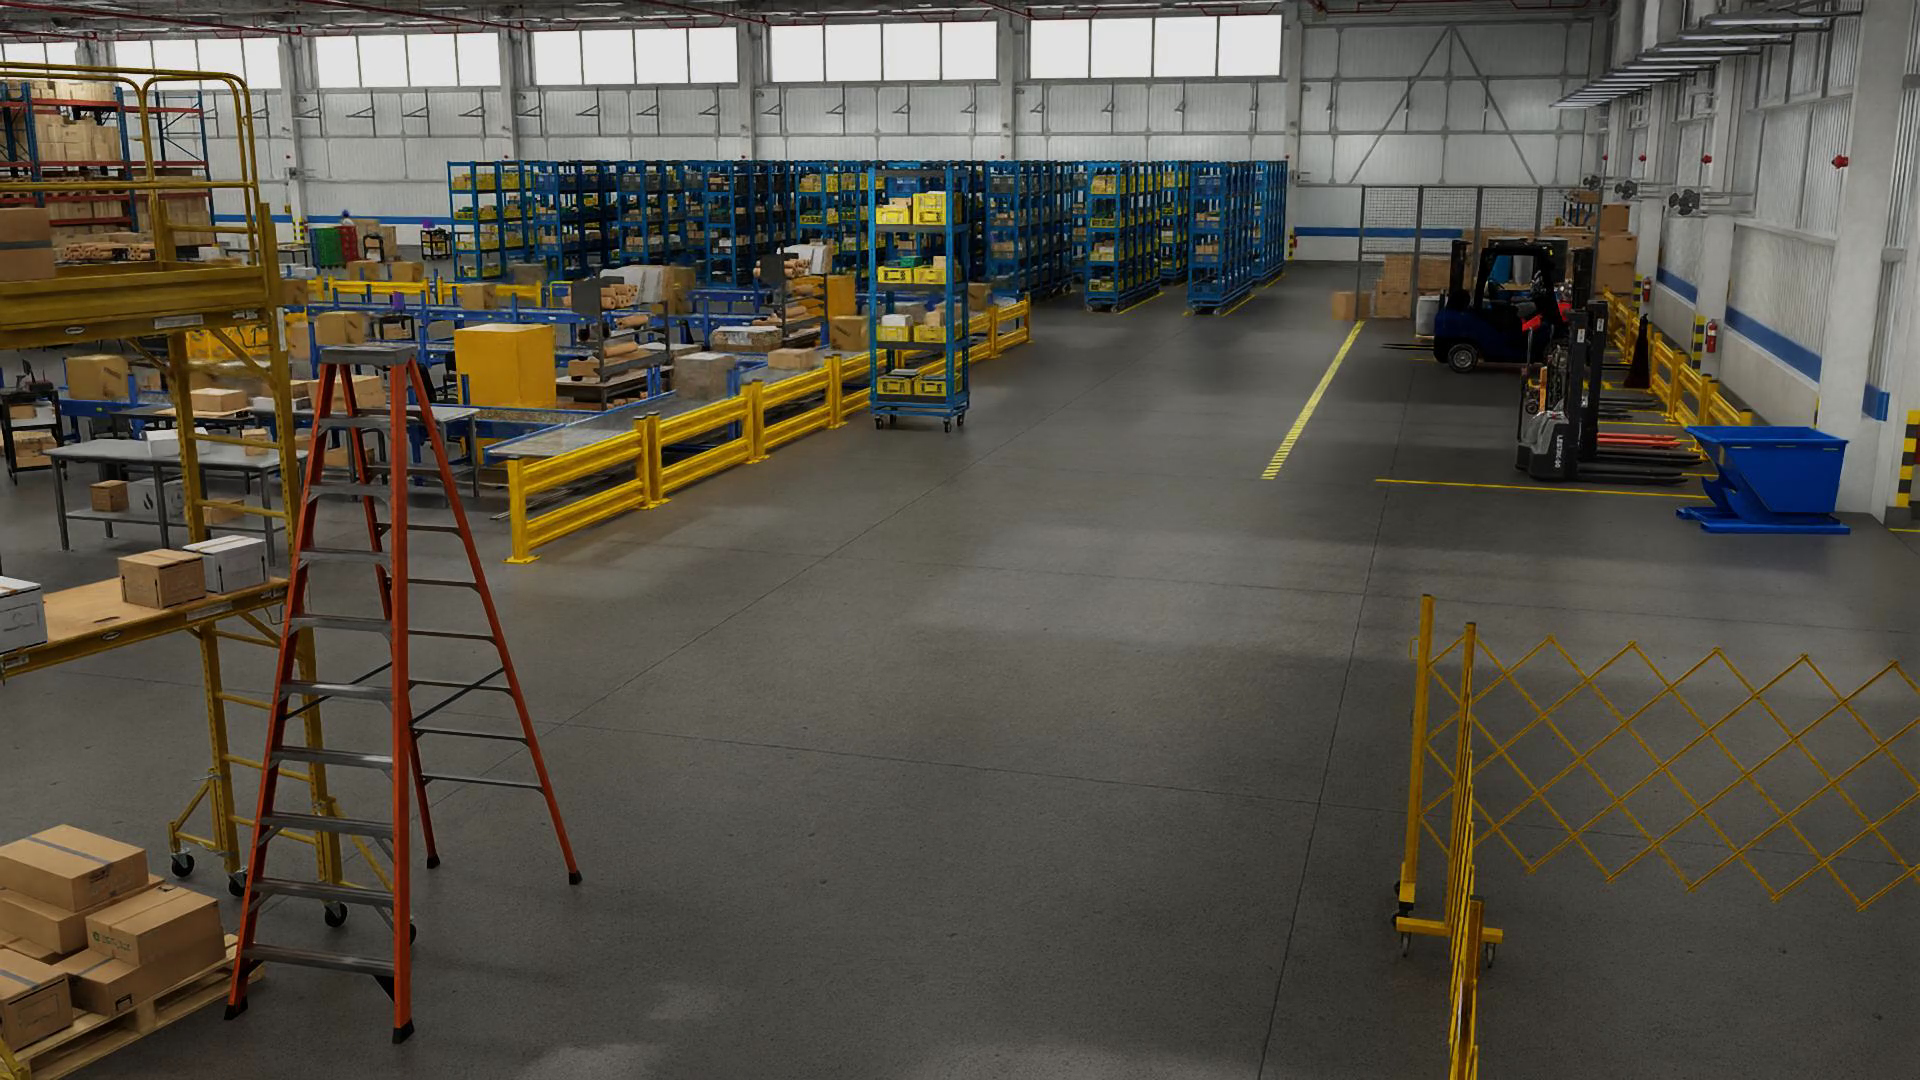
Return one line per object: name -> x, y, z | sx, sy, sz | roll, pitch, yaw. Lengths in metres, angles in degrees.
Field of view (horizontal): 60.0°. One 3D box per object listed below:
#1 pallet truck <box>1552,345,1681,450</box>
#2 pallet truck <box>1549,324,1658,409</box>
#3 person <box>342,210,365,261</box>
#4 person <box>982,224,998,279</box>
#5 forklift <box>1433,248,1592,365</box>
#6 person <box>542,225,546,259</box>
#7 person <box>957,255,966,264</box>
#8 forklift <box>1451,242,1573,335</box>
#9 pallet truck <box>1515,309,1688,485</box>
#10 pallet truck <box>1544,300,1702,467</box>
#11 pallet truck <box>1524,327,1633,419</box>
pallet truck -> 8.641, -1.896, 21.908 | 1.630, 1.274, 0.653 | 4, 14, 16
pallet truck -> 9.824, -2.669, 25.407 | 1.601, 1.201, 0.680 | 4, 14, 16
person -> -21.180, -10.506, 57.797 | 0.901, 1.911, 0.625 | 3, 13, 12
person -> 0.888, -8.505, 49.330 | 0.745, 1.820, 0.577 | 4, 14, 17
forklift -> 9.780, -4.111, 29.280 | 2.680, 1.987, 1.157 | 3, 13, 14
person -> -12.488, -8.826, 50.341 | 0.392, 1.990, 0.611 | -1, 13, -2
person -> 0.088, -8.785, 50.624 | 0.636, 1.784, 0.652 | 0, 13, 2
forklift -> 10.464, -4.597, 31.405 | 2.680, 1.987, 1.157 | 4, 14, 16
pallet truck -> 7.554, -1.677, 19.446 | 1.885, 1.965, 0.823 | 3, 13, 14
pallet truck -> 8.263, -1.952, 20.631 | 1.885, 1.965, 0.823 | 5, 14, 20
pallet truck -> 9.065, -2.460, 24.370 | 1.522, 1.261, 0.704 | 3, 13, 14
